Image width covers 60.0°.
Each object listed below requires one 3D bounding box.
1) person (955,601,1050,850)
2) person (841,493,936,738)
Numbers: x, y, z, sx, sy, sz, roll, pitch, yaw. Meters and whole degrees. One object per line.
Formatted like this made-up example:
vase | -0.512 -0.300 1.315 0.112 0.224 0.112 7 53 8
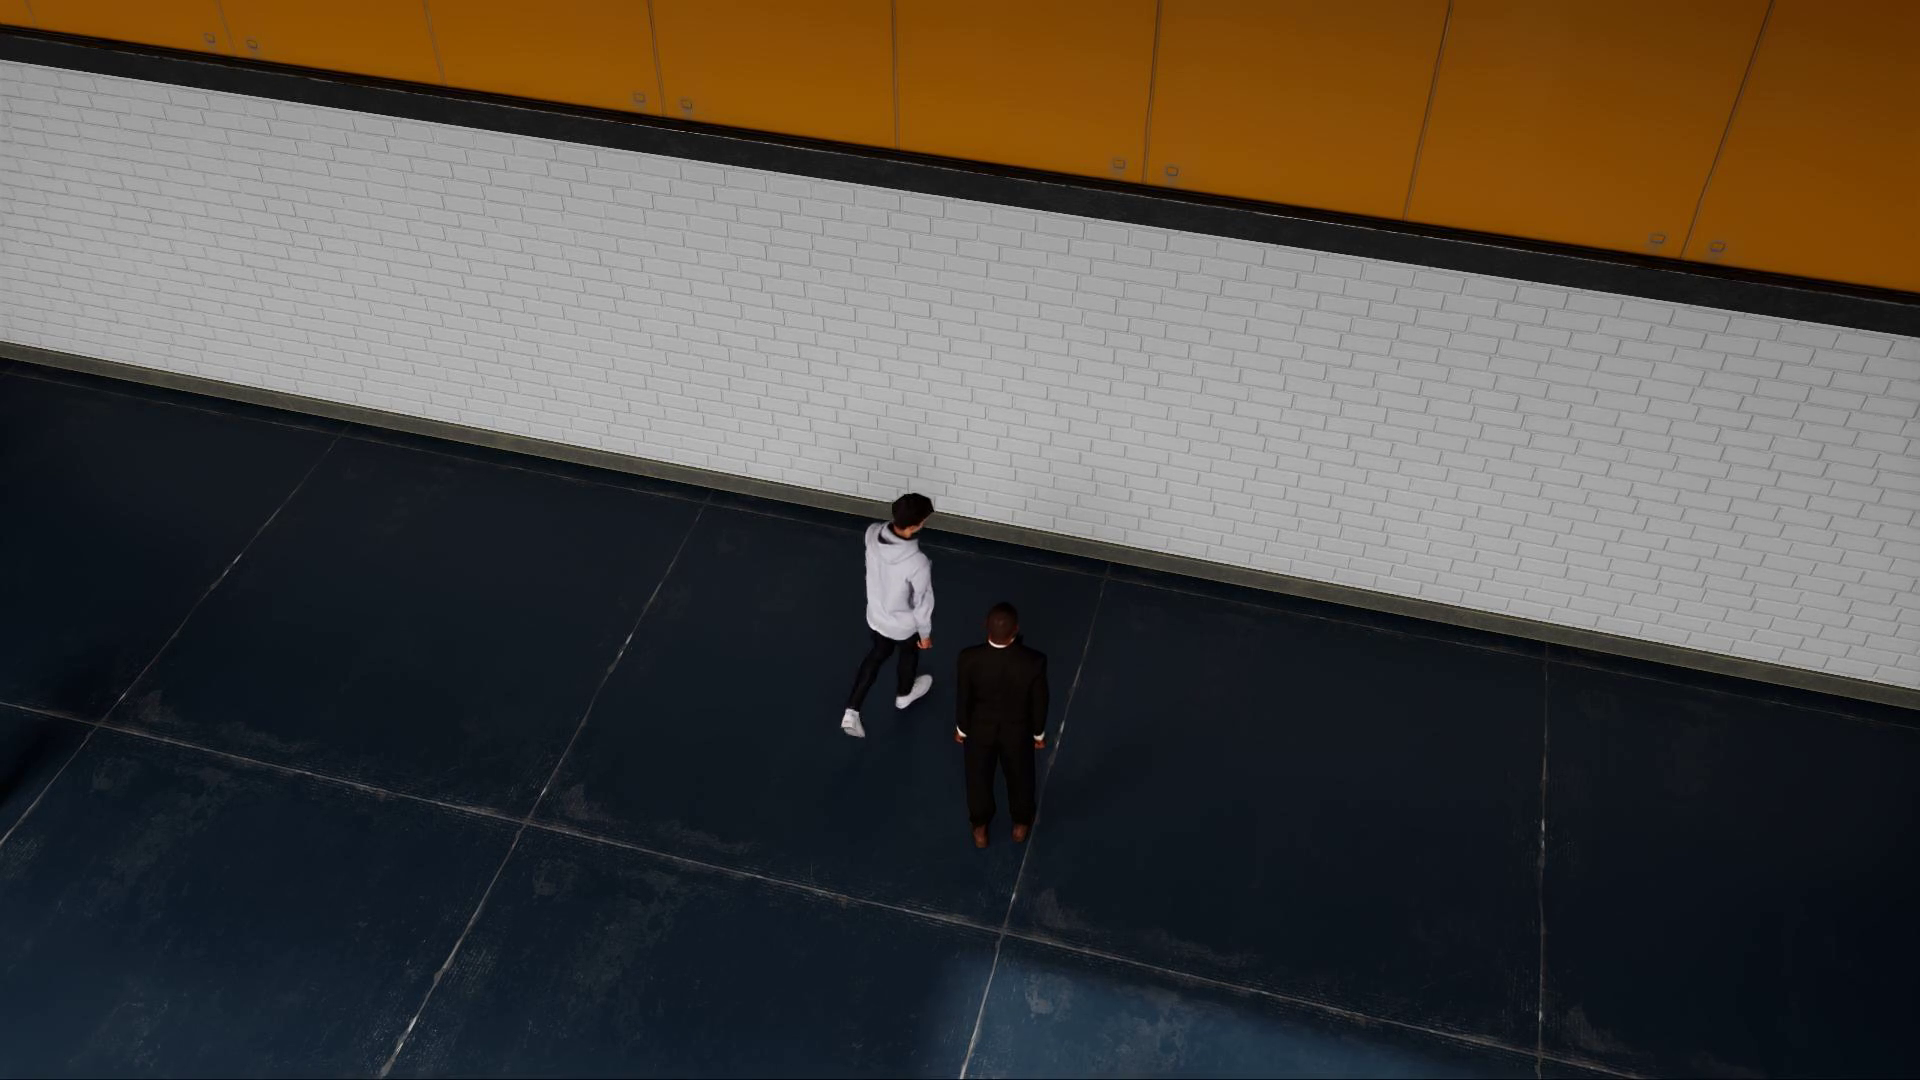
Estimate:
person | 0.229 1.062 9.459 0.738 1.904 0.691 2 44 2
person | -0.448 0.499 10.056 0.993 1.896 1.193 26 49 25
